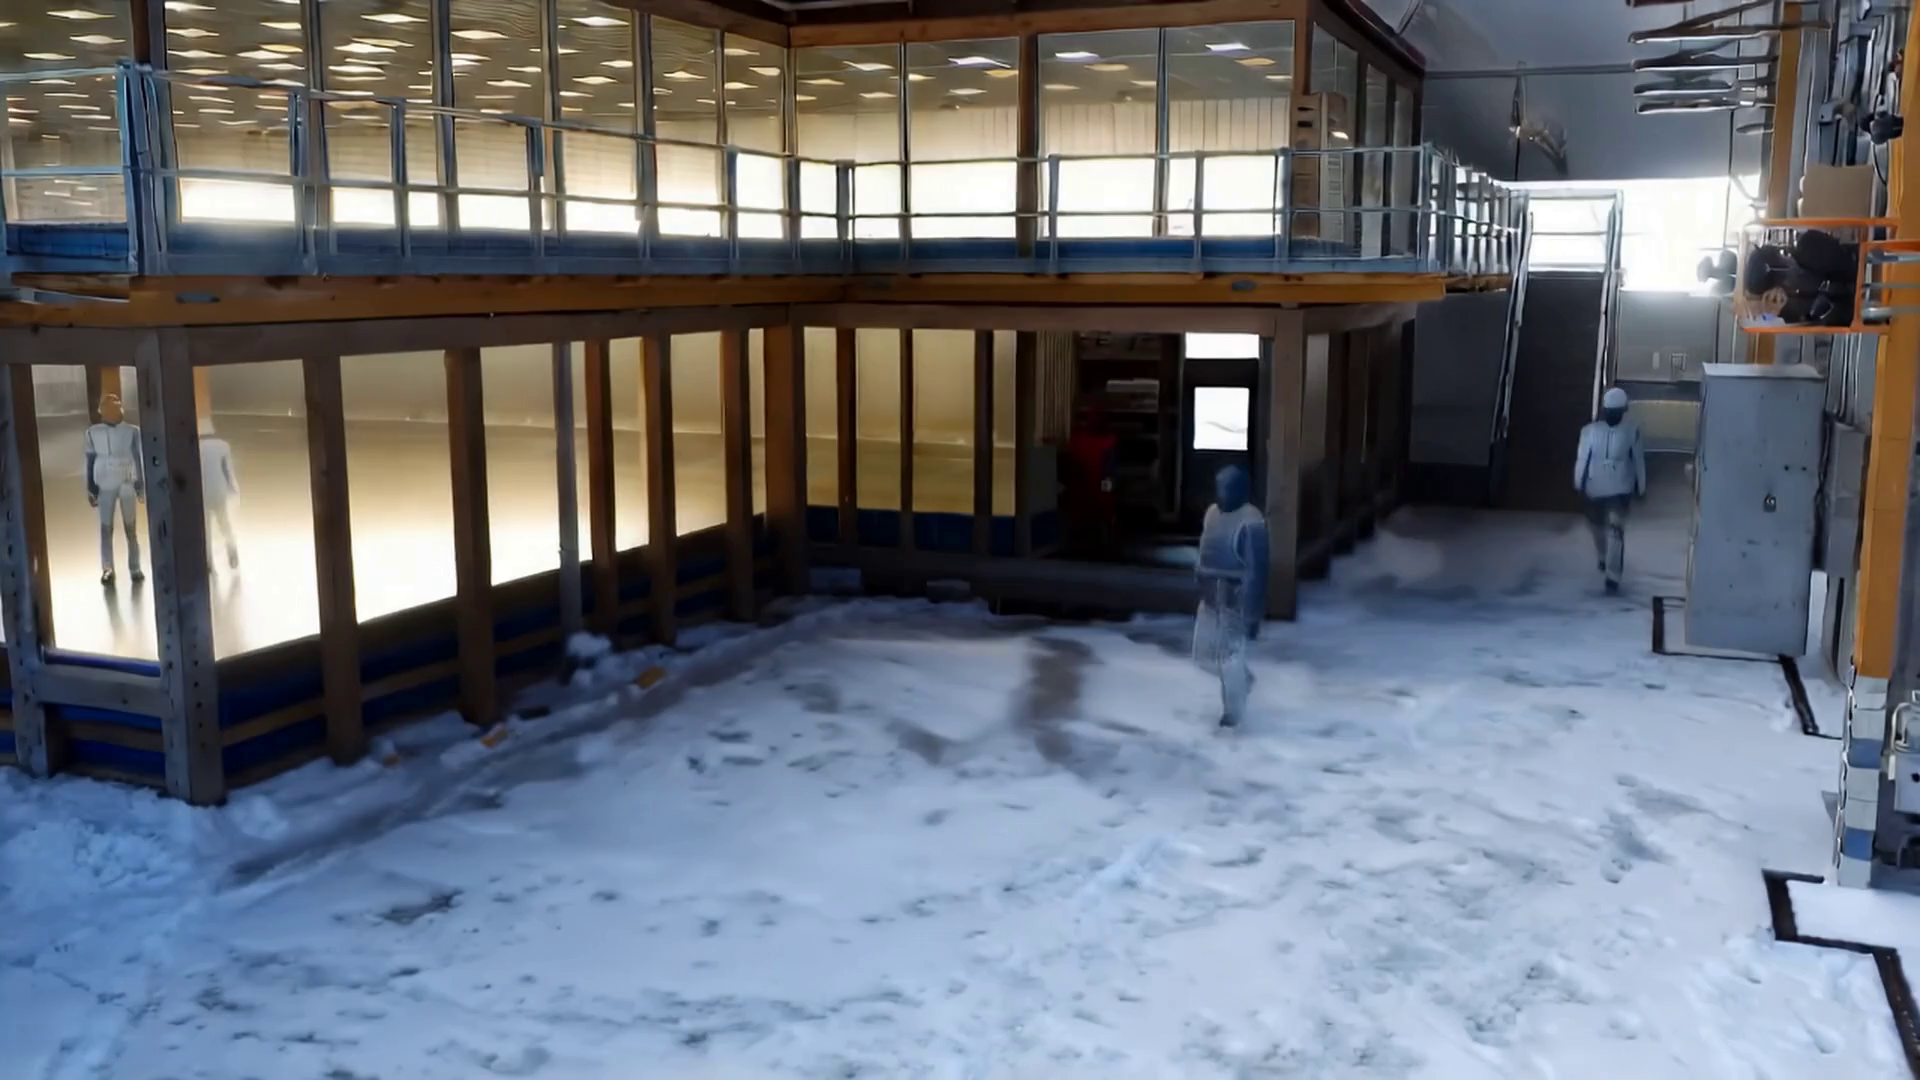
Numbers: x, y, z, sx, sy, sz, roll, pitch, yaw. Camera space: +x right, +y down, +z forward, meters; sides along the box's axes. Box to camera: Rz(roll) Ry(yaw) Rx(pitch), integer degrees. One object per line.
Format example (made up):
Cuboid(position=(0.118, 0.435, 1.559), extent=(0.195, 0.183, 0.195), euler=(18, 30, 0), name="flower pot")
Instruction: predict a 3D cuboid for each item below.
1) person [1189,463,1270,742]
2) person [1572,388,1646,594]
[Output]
Cuboid(position=(1.759, 0.407, 10.793), extent=(0.460, 1.828, 0.647), euler=(-3, 10, -21), name="person")
Cuboid(position=(6.253, -0.493, 16.034), extent=(0.603, 1.945, 1.050), euler=(6, 11, 33), name="person")
